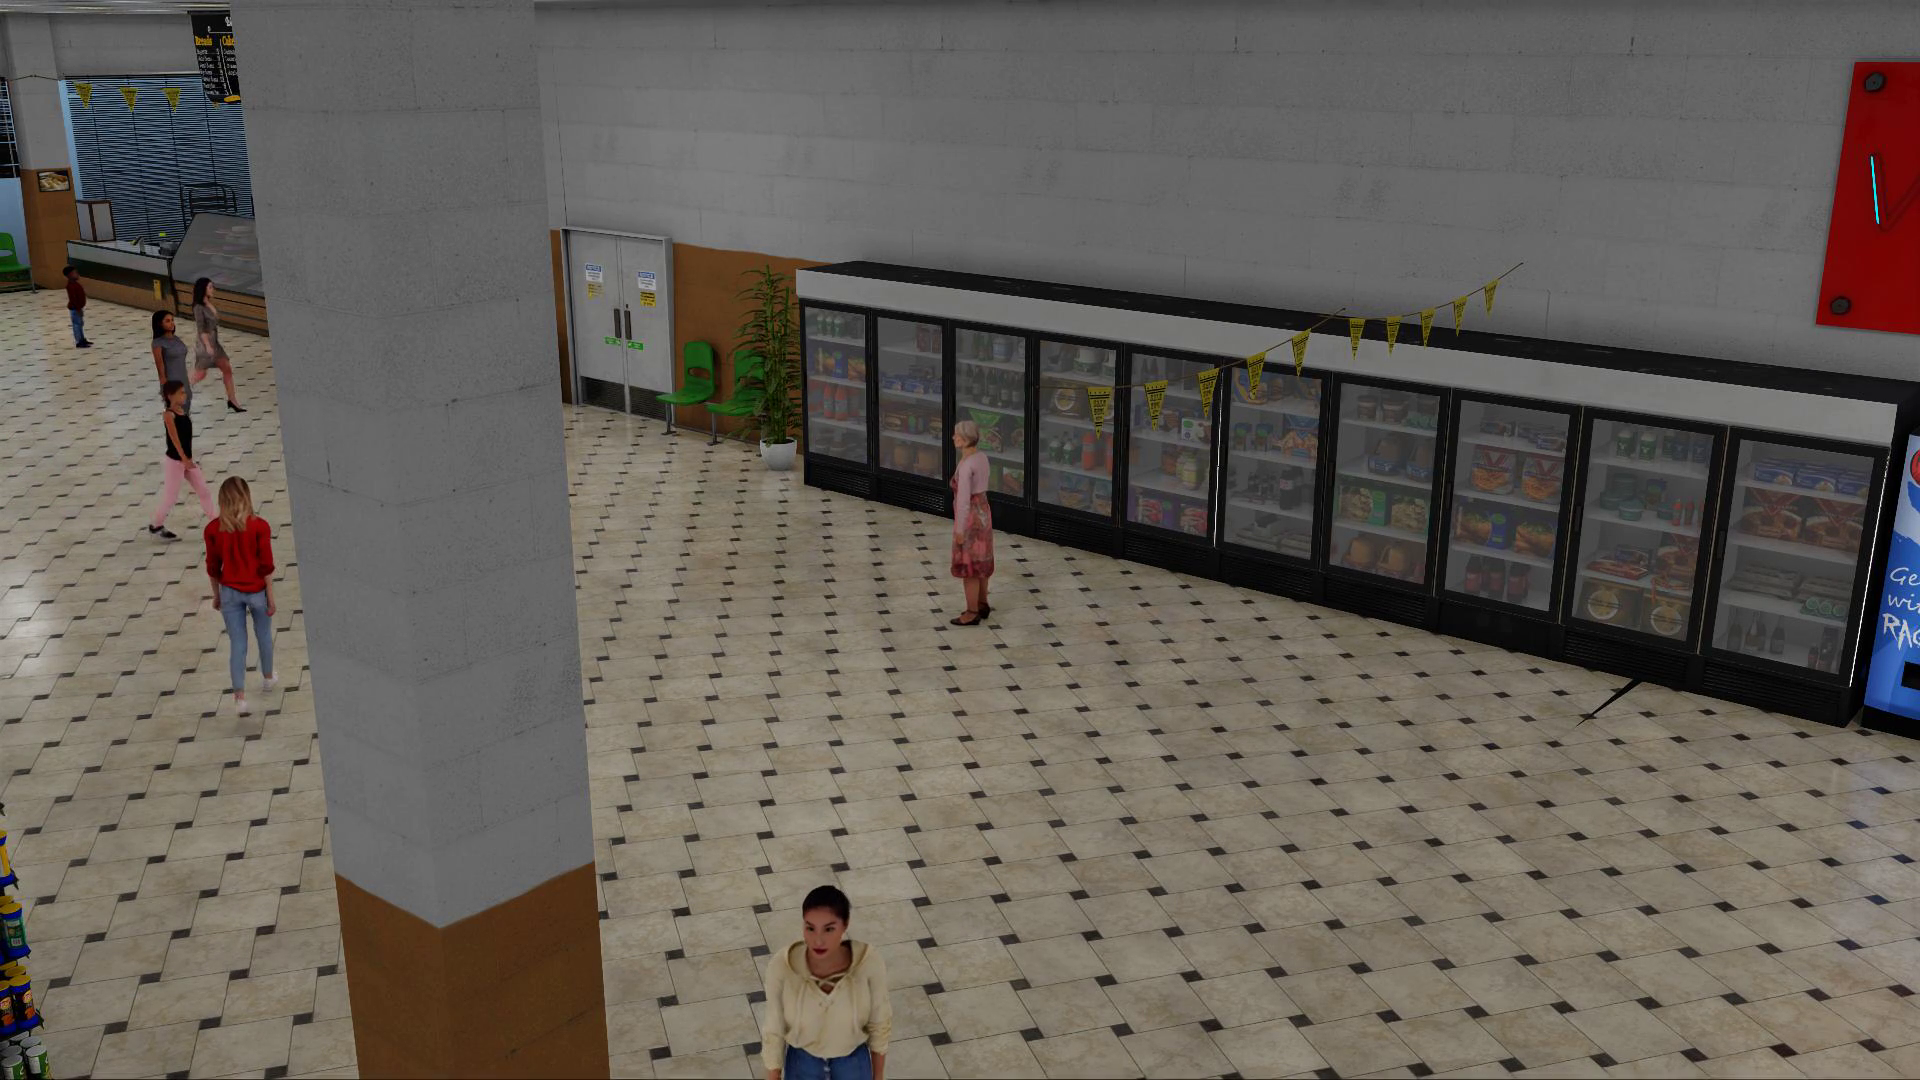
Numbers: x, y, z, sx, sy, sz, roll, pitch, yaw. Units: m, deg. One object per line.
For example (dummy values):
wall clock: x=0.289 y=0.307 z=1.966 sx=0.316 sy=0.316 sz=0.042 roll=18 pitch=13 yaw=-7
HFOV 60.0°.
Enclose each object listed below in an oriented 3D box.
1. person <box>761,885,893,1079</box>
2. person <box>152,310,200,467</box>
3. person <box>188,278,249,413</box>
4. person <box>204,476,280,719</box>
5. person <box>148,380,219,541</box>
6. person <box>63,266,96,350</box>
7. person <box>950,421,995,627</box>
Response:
person: x=-0.499 y=2.038 z=6.340 sx=0.748 sy=1.633 sz=0.797 roll=0 pitch=17 yaw=-2
person: x=-8.568 y=-1.621 z=18.135 sx=0.726 sy=1.781 sz=0.612 roll=3 pitch=17 yaw=10
person: x=-9.466 y=-2.376 z=20.746 sx=1.104 sy=1.709 sz=1.097 roll=0 pitch=17 yaw=1
person: x=-4.993 y=0.438 z=11.565 sx=1.164 sy=1.658 sz=1.132 roll=-4 pitch=17 yaw=-13
person: x=-7.377 y=-0.711 z=15.574 sx=0.975 sy=1.527 sz=1.015 roll=1 pitch=17 yaw=3
person: x=-13.534 y=-3.559 z=25.423 sx=0.624 sy=1.255 sz=0.589 roll=-5 pitch=18 yaw=-16
person: x=0.108 y=-0.139 z=13.408 sx=0.716 sy=1.693 sz=0.603 roll=6 pitch=18 yaw=20
